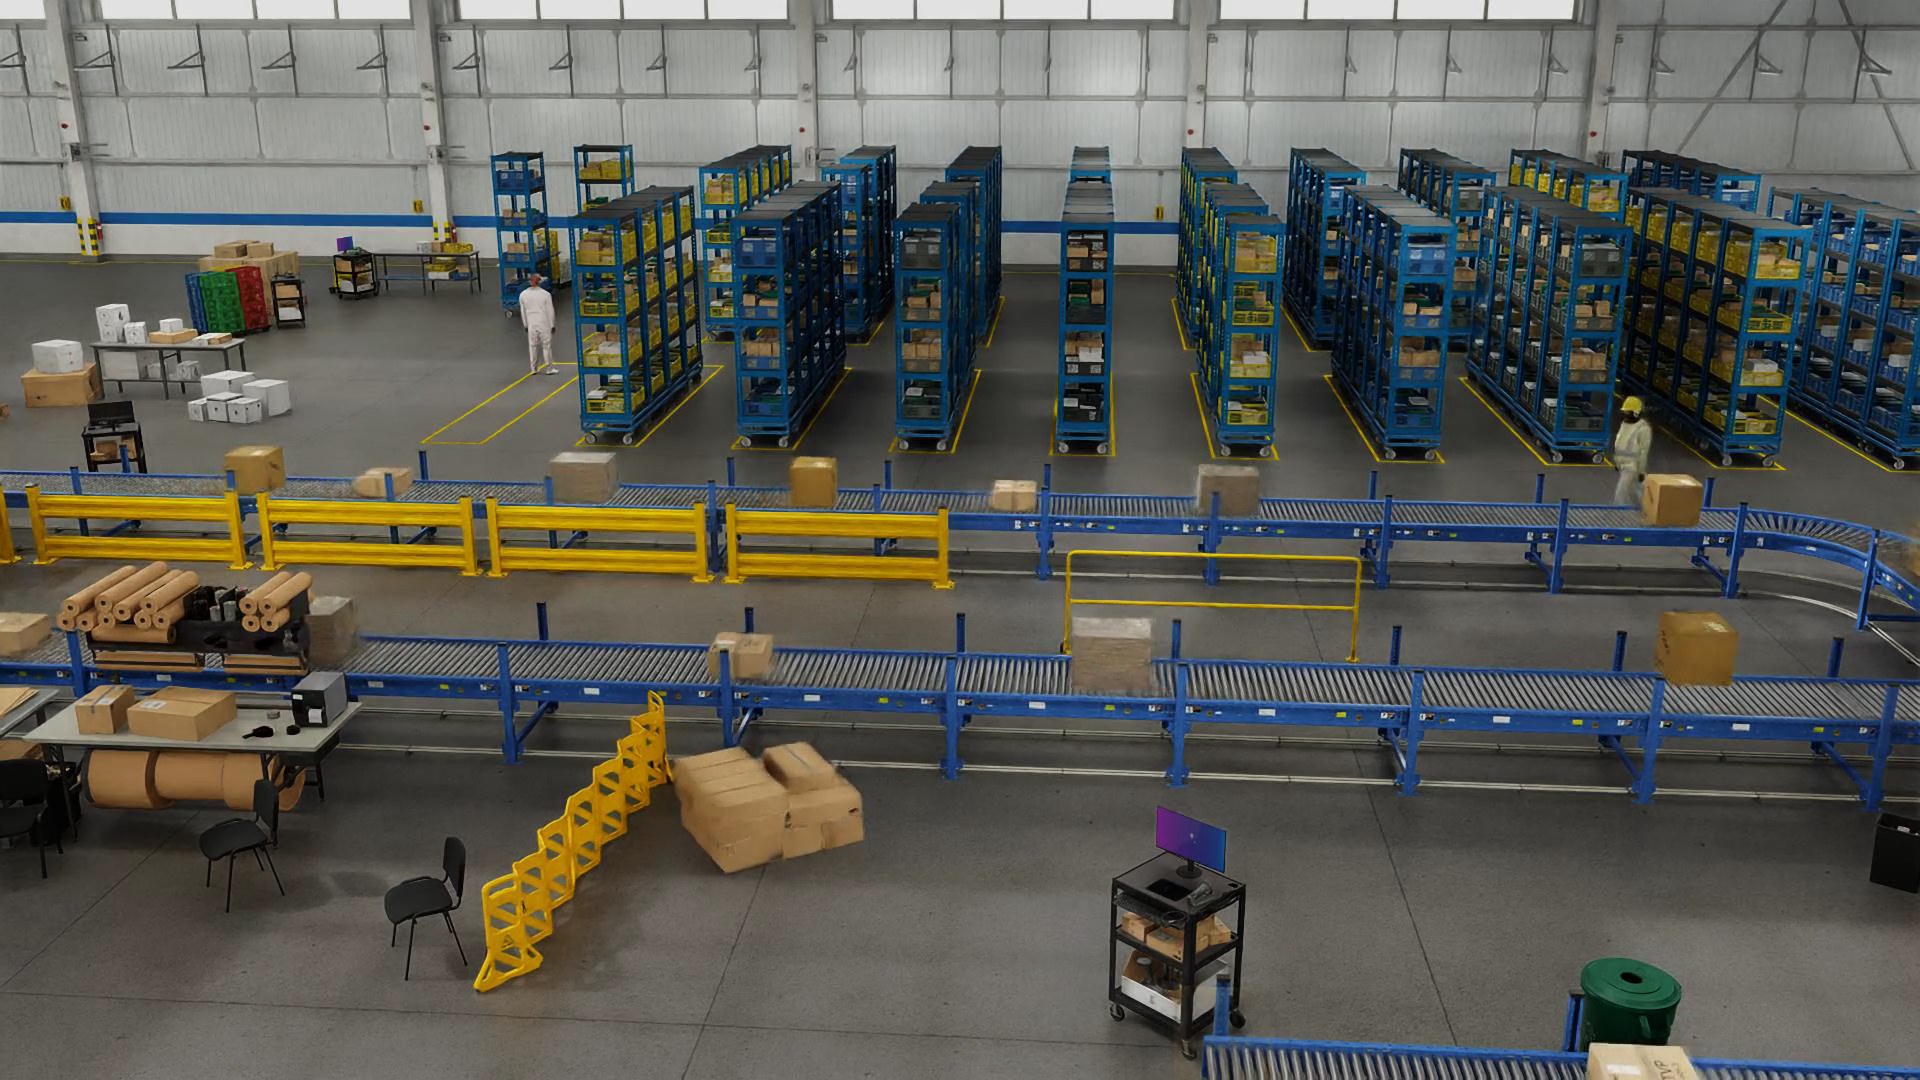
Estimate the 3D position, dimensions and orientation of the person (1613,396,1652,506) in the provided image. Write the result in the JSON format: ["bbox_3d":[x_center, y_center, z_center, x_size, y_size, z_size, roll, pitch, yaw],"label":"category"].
[{"bbox_3d":[8.857,-1.010,21.833,0.811,1.801,0.610,-2,18,-7],"label":"person"}]

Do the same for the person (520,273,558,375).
[{"bbox_3d":[-7.917,-4.061,31.326,0.641,1.908,0.407,3,18,8],"label":"person"}]

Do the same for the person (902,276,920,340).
[{"bbox_3d":[-0.972,-4.934,33.965,0.389,1.997,0.617,14,22,38],"label":"person"}]
